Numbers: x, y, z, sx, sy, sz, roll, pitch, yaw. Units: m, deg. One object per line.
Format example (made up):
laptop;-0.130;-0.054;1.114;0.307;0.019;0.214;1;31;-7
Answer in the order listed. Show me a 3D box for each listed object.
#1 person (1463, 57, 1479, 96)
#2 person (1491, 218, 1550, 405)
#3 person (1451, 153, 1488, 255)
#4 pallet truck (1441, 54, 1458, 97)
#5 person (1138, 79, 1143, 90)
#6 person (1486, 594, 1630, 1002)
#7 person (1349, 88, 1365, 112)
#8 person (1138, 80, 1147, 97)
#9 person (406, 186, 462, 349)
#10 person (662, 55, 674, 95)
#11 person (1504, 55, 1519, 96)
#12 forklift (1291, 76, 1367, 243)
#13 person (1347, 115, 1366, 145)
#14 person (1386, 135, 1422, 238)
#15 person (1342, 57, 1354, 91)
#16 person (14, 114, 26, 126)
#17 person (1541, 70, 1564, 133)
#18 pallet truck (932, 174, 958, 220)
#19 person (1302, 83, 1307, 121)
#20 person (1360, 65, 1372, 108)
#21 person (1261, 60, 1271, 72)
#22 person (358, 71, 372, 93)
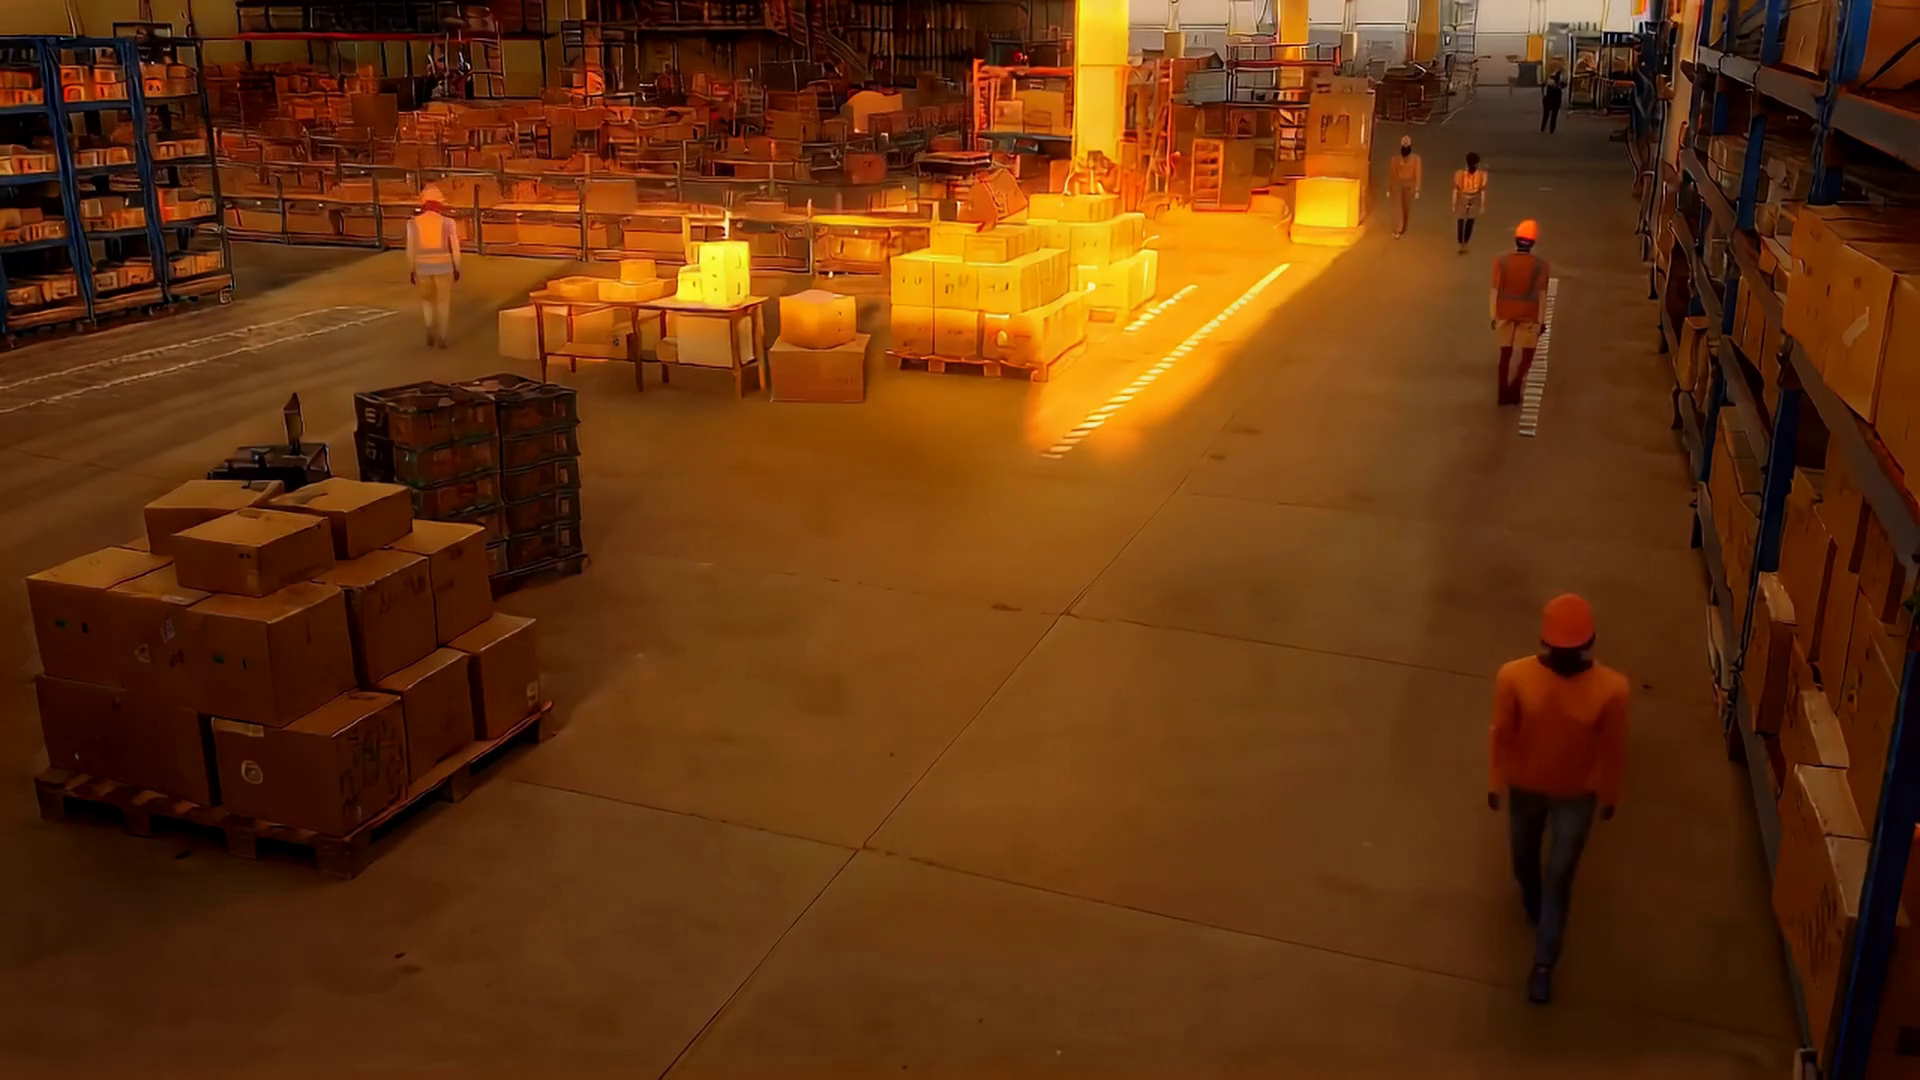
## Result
person;24.304;-22.084;79.285;0.659;1.802;0.901;-11;21;-31
person;5.682;-2.294;16.917;0.577;1.926;0.502;10;20;30
person;8.467;-5.570;27.631;0.557;1.649;0.847;3;18;9
pallet truck;22.765;-21.886;78.355;0.823;1.965;1.885;-4;18;-14
person;9.223;-24.033;85.184;0.391;1.948;0.605;3;18;9
person;2.484;0.975;6.963;0.532;1.728;0.772;7;19;22
person;12.469;-13.402;51.755;0.656;1.954;0.925;-16;23;-40
person;6.221;-14.974;57.159;0.447;1.676;0.580;9;20;26
person;-6.323;-3.294;20.061;0.625;1.918;0.704;-3;18;-9
person;-14.162;-22.608;80.810;0.572;1.883;0.355;-4;18;-13
person;26.341;-22.150;79.368;0.668;1.888;0.618;-5;18;-17
forklift;6.598;-6.755;29.381;1.129;2.768;1.873;6;19;19
person;10.172;-10.344;42.763;0.518;1.584;0.872;9;20;25
person;7.952;-6.351;29.842;0.598;1.815;0.630;5;18;15
person;19.759;-23.682;84.524;0.925;1.679;0.488;-14;22;-36
person;-28.516;-12.911;50.364;0.636;1.871;0.956;-3;18;-8
person;19.724;-14.592;55.367;0.689;2.000;0.538;2;18;6
pallet truck;-0.507;-5.292;27.348;0.653;1.274;1.630;6;19;19
person;11.306;-14.275;54.866;0.548;1.745;0.639;-9;20;-27
person;16.003;-17.760;65.605;0.991;1.874;0.599;13;22;35
person;13.641;-20.611;74.677;0.533;1.791;0.950;-14;22;-37
person;-19.383;-14.255;54.312;0.385;2.040;0.605;-13;22;-34
